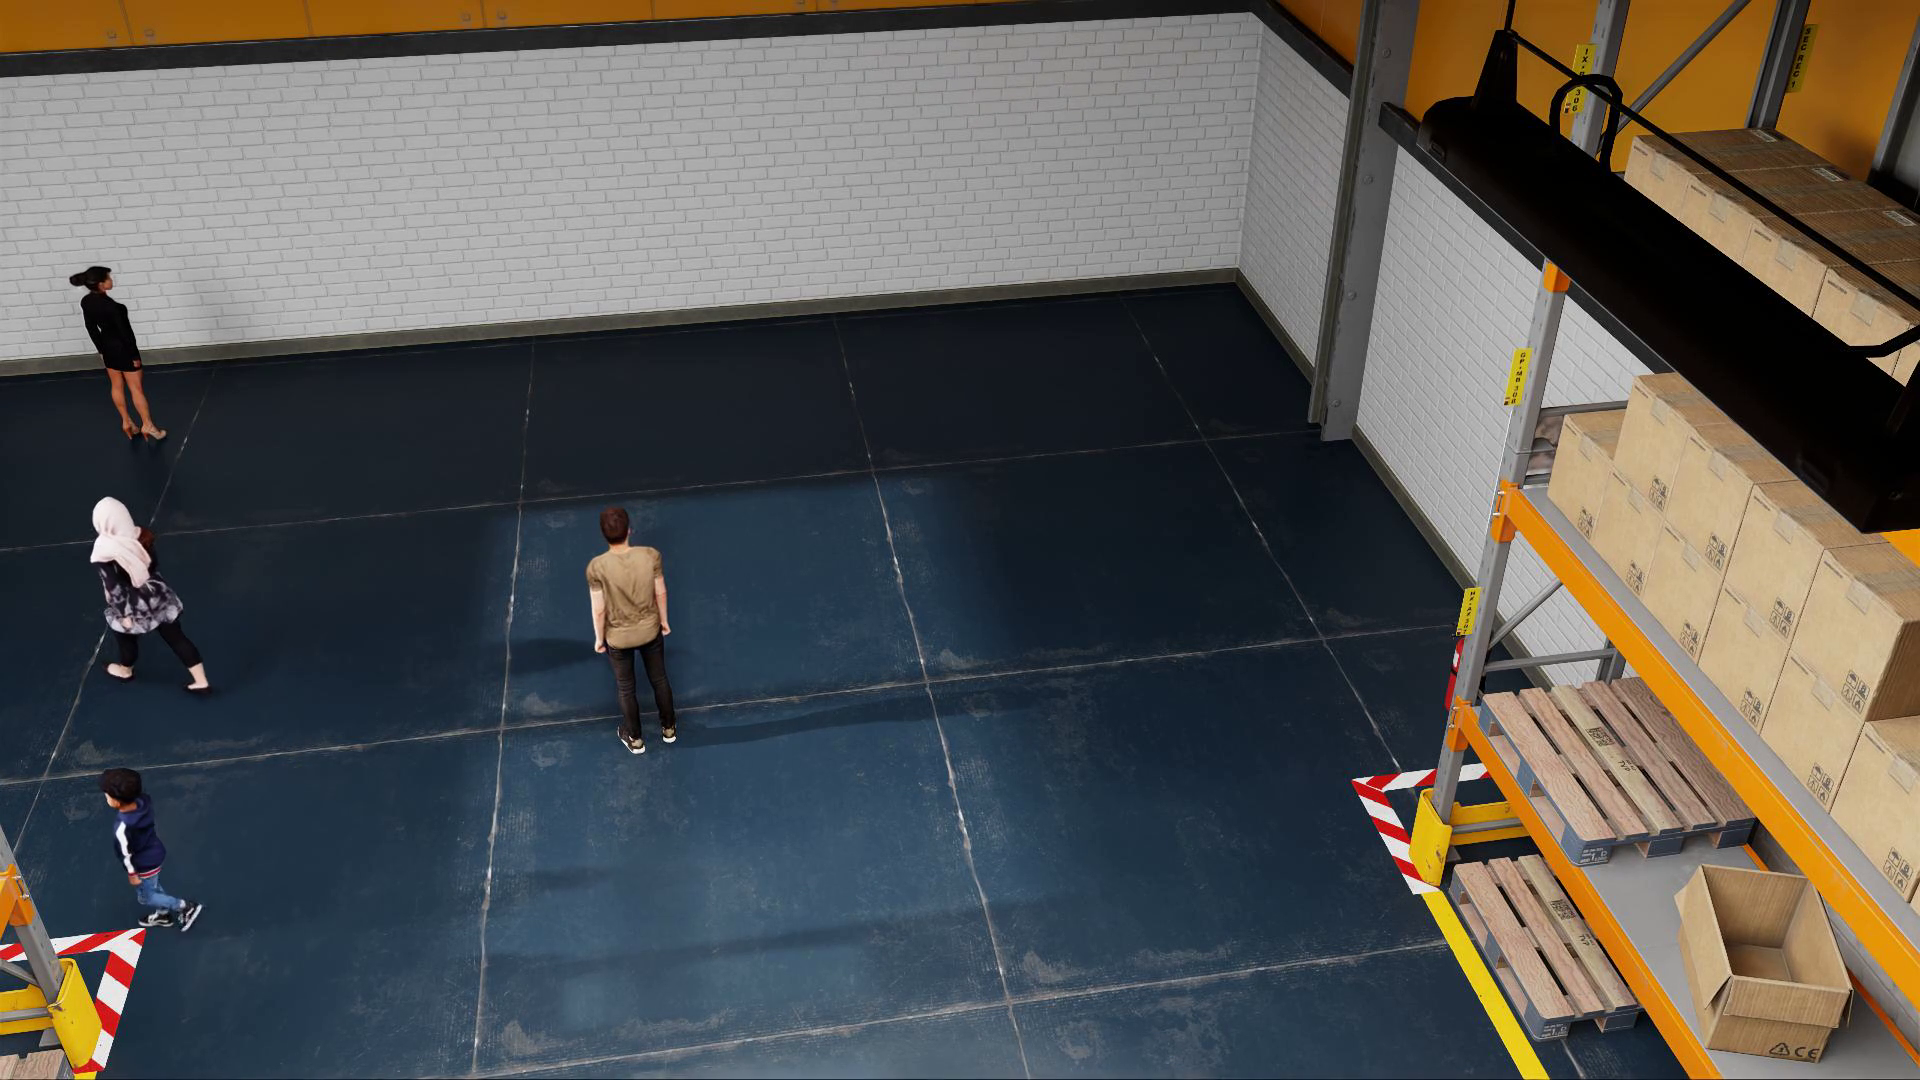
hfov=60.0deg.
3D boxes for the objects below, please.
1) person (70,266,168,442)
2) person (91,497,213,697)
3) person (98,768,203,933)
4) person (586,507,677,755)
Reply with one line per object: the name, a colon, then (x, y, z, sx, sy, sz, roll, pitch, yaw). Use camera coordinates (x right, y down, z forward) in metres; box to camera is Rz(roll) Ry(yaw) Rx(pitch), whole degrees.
person: (-7.328, -1.618, 14.507, 0.680, 1.640, 0.716, 12, 36, 18)
person: (-5.556, 0.443, 11.453, 1.057, 1.590, 1.127, 12, 35, 17)
person: (-4.723, 1.836, 9.704, 0.597, 1.205, 0.587, -3, 34, -4)
person: (-2.165, 0.595, 10.989, 0.726, 1.849, 0.660, -15, 36, -21)
